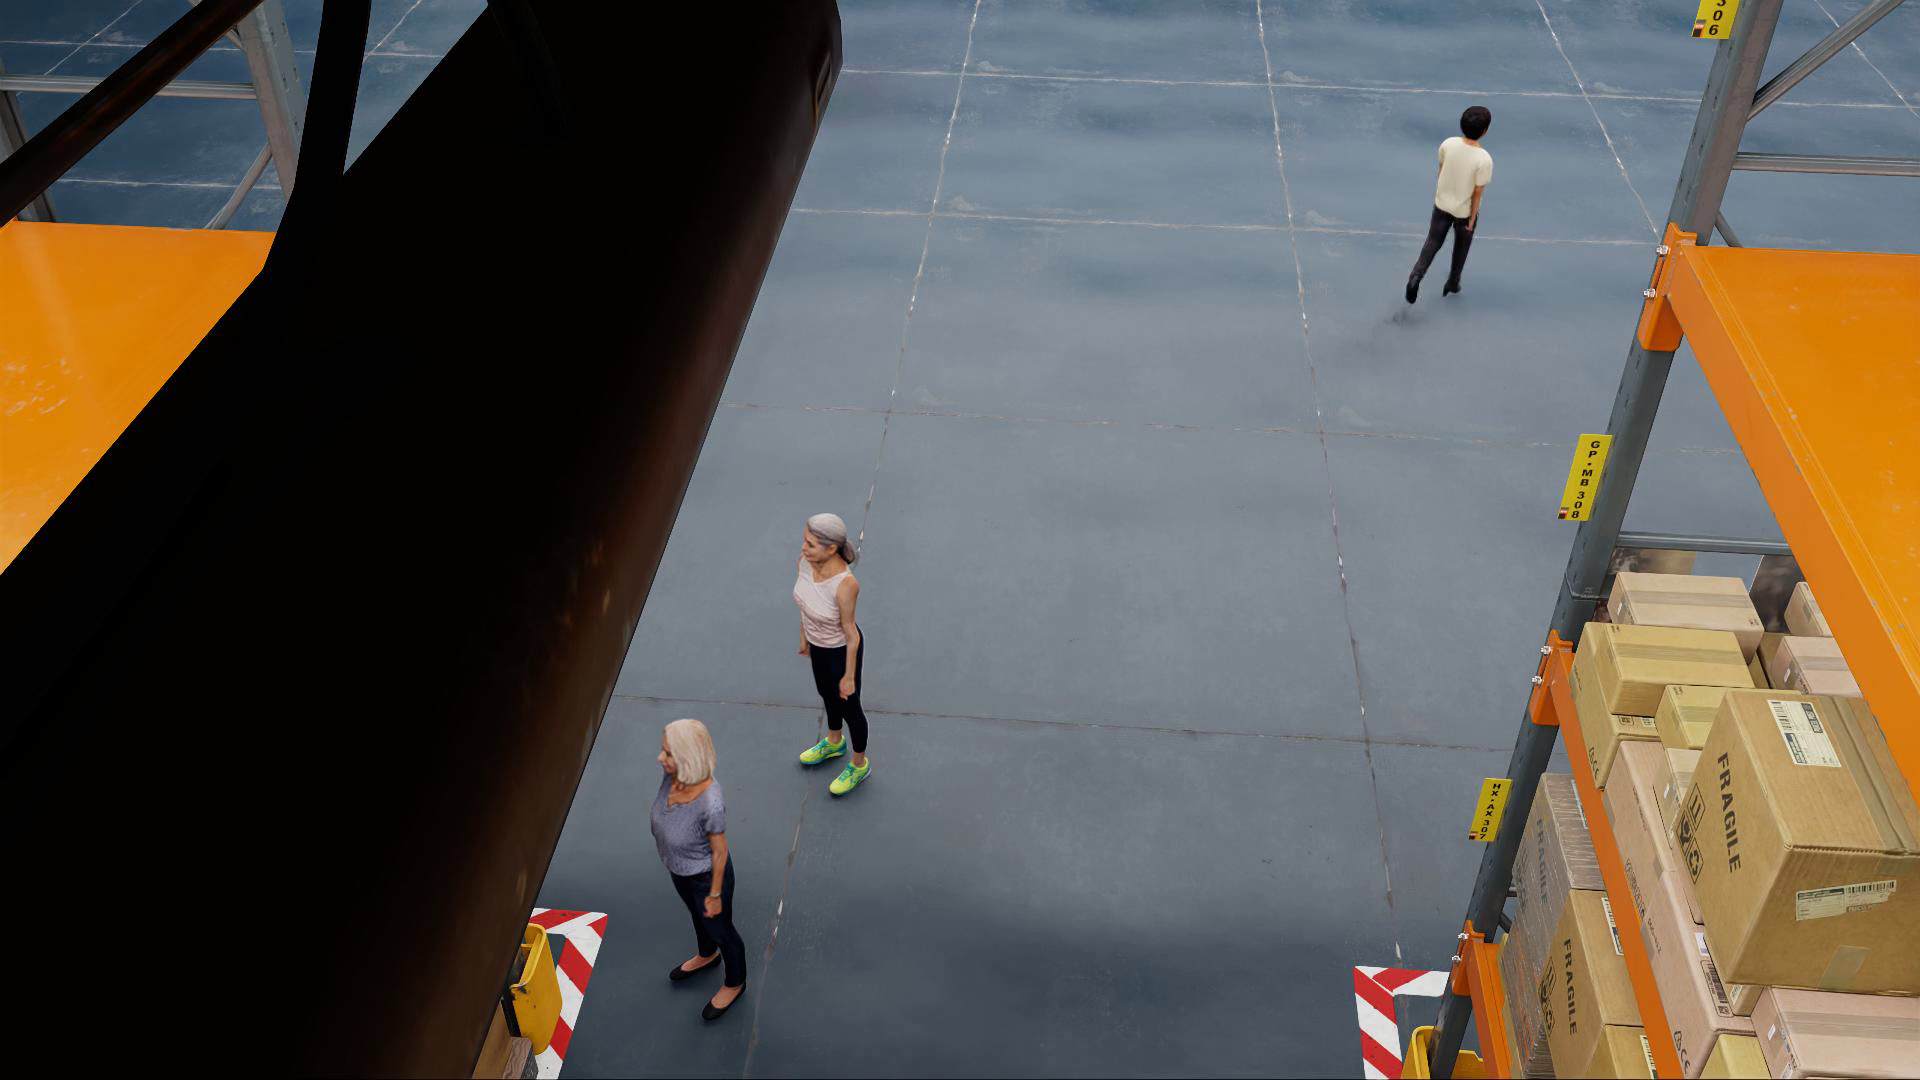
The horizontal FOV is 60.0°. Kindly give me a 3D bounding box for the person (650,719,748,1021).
[{"bbox_3d":[-1.138,1.418,7.288,0.719,1.722,0.649,-25,45,-28],"label":"person"}]

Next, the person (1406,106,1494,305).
[{"bbox_3d":[3.640,-2.445,12.349,0.904,1.570,1.024,29,47,32],"label":"person"}]

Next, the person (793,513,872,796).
[{"bbox_3d":[-0.633,0.554,8.410,0.740,1.700,0.671,-25,45,-29],"label":"person"}]
